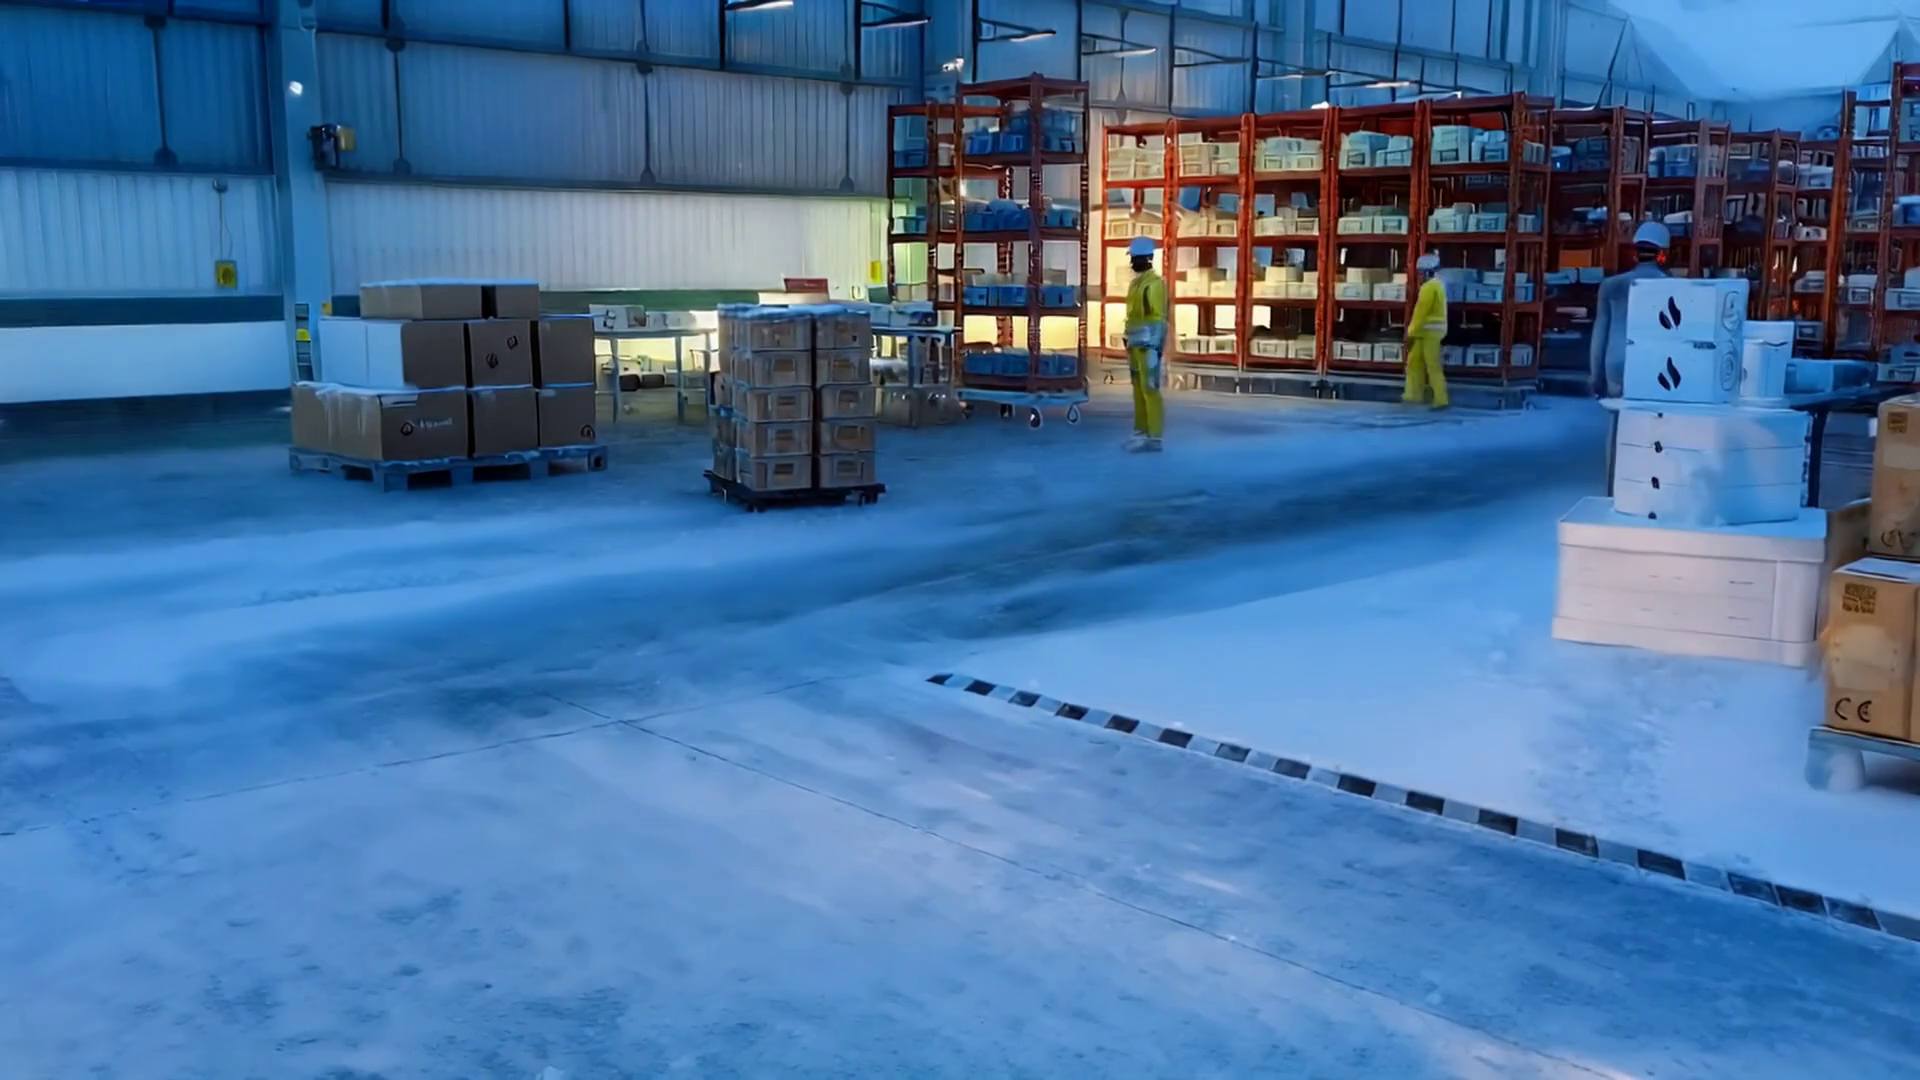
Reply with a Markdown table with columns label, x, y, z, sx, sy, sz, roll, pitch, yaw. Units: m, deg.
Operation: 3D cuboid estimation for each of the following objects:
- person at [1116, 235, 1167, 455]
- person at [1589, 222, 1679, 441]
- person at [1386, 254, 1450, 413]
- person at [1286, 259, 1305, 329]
| label | x | y | z | sx | sy | sz | roll | pitch | yaw |
| --- | --- | --- | --- | --- | --- | --- | --- | --- | --- |
| person | 1.634 | -1.732 | 14.823 | 0.406 | 1.947 | 0.606 | -2 | 10 | -14 |
| person | 4.632 | -1.145 | 11.249 | 0.643 | 1.955 | 0.893 | 7 | 11 | 34 |
| person | 5.253 | -2.351 | 19.016 | 0.868 | 1.791 | 0.600 | 5 | 11 | 27 |
| person | 5.733 | -3.886 | 28.303 | 1.018 | 1.793 | 0.567 | -5 | 11 | -29 |
